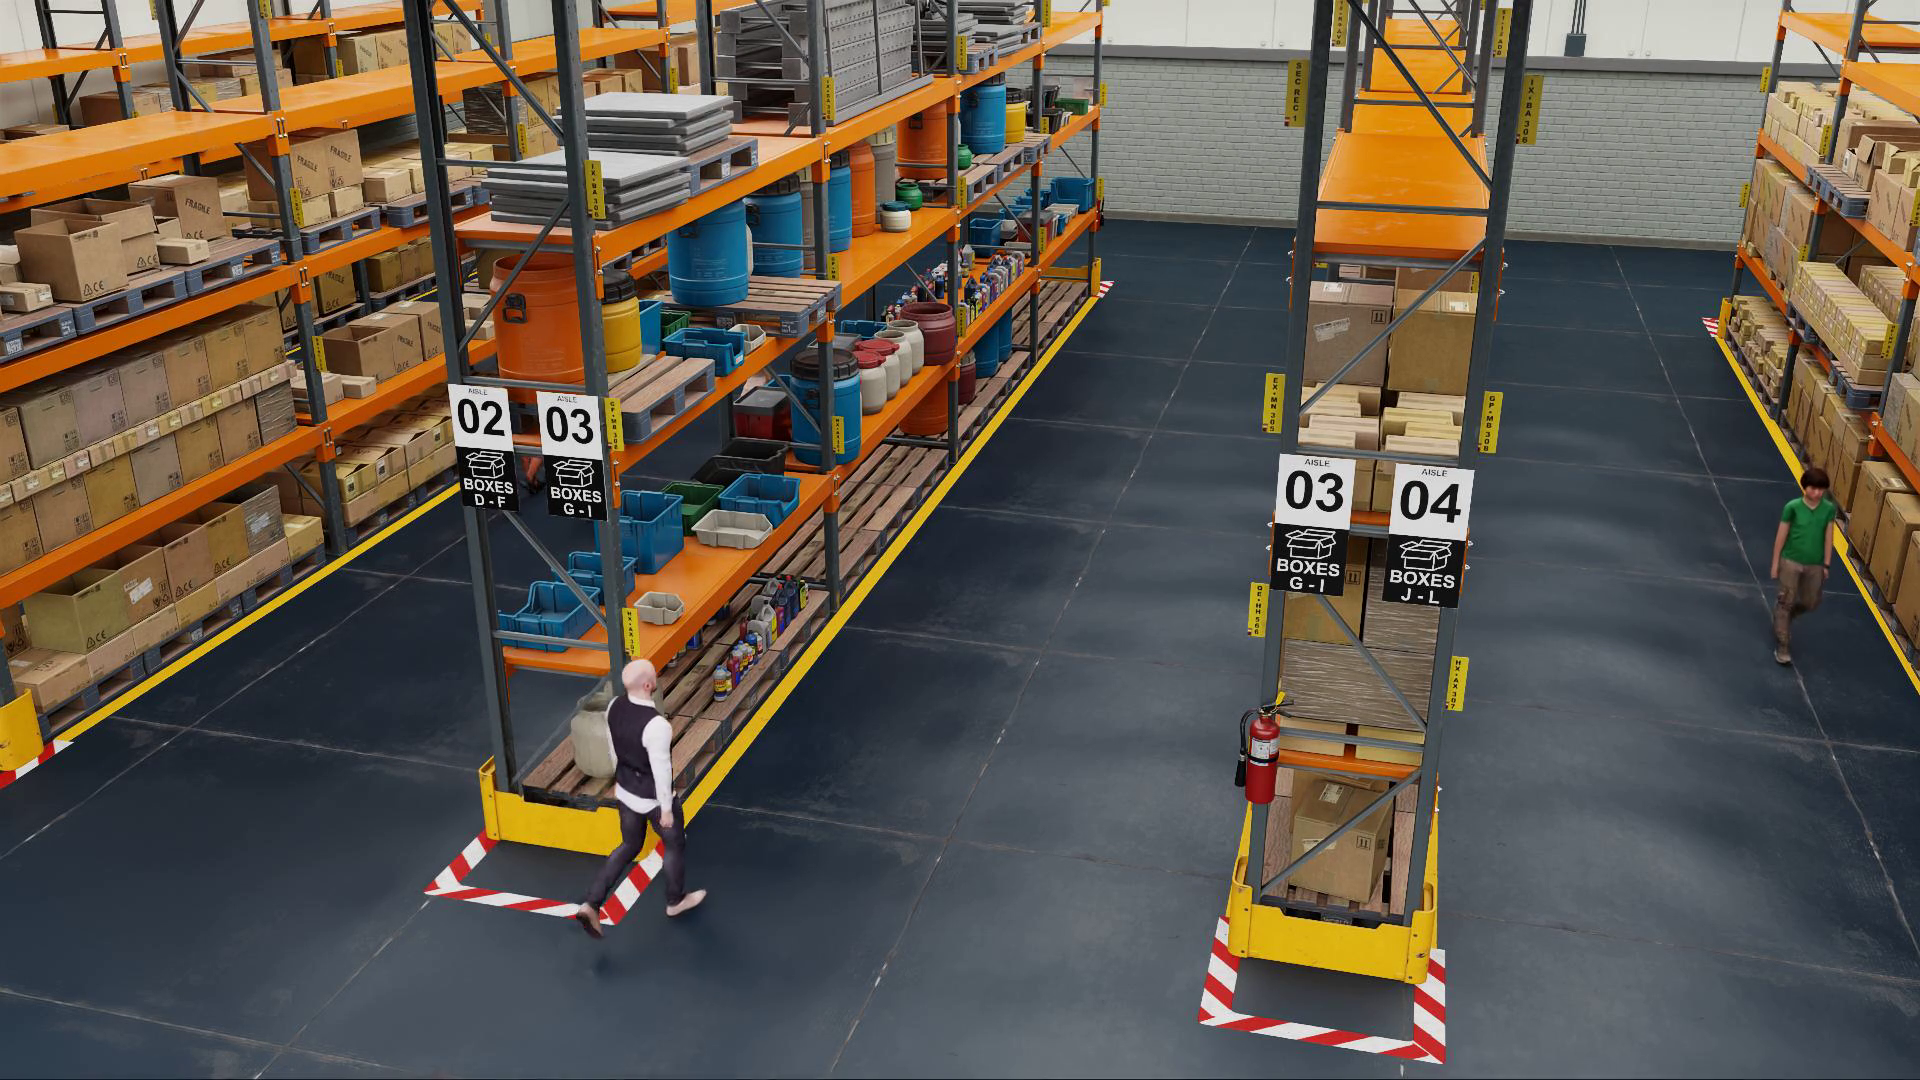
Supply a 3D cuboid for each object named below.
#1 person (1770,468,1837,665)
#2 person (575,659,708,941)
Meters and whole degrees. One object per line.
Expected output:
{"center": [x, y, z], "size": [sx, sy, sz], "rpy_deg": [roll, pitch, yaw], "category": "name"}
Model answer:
{"center": [6.832, 0.166, 13.558], "size": [0.600, 1.643, 0.807], "rpy_deg": [5, 23, 12], "category": "person"}
{"center": [-1.941, 1.578, 9.908], "size": [1.010, 1.792, 1.259], "rpy_deg": [18, 28, 37], "category": "person"}
